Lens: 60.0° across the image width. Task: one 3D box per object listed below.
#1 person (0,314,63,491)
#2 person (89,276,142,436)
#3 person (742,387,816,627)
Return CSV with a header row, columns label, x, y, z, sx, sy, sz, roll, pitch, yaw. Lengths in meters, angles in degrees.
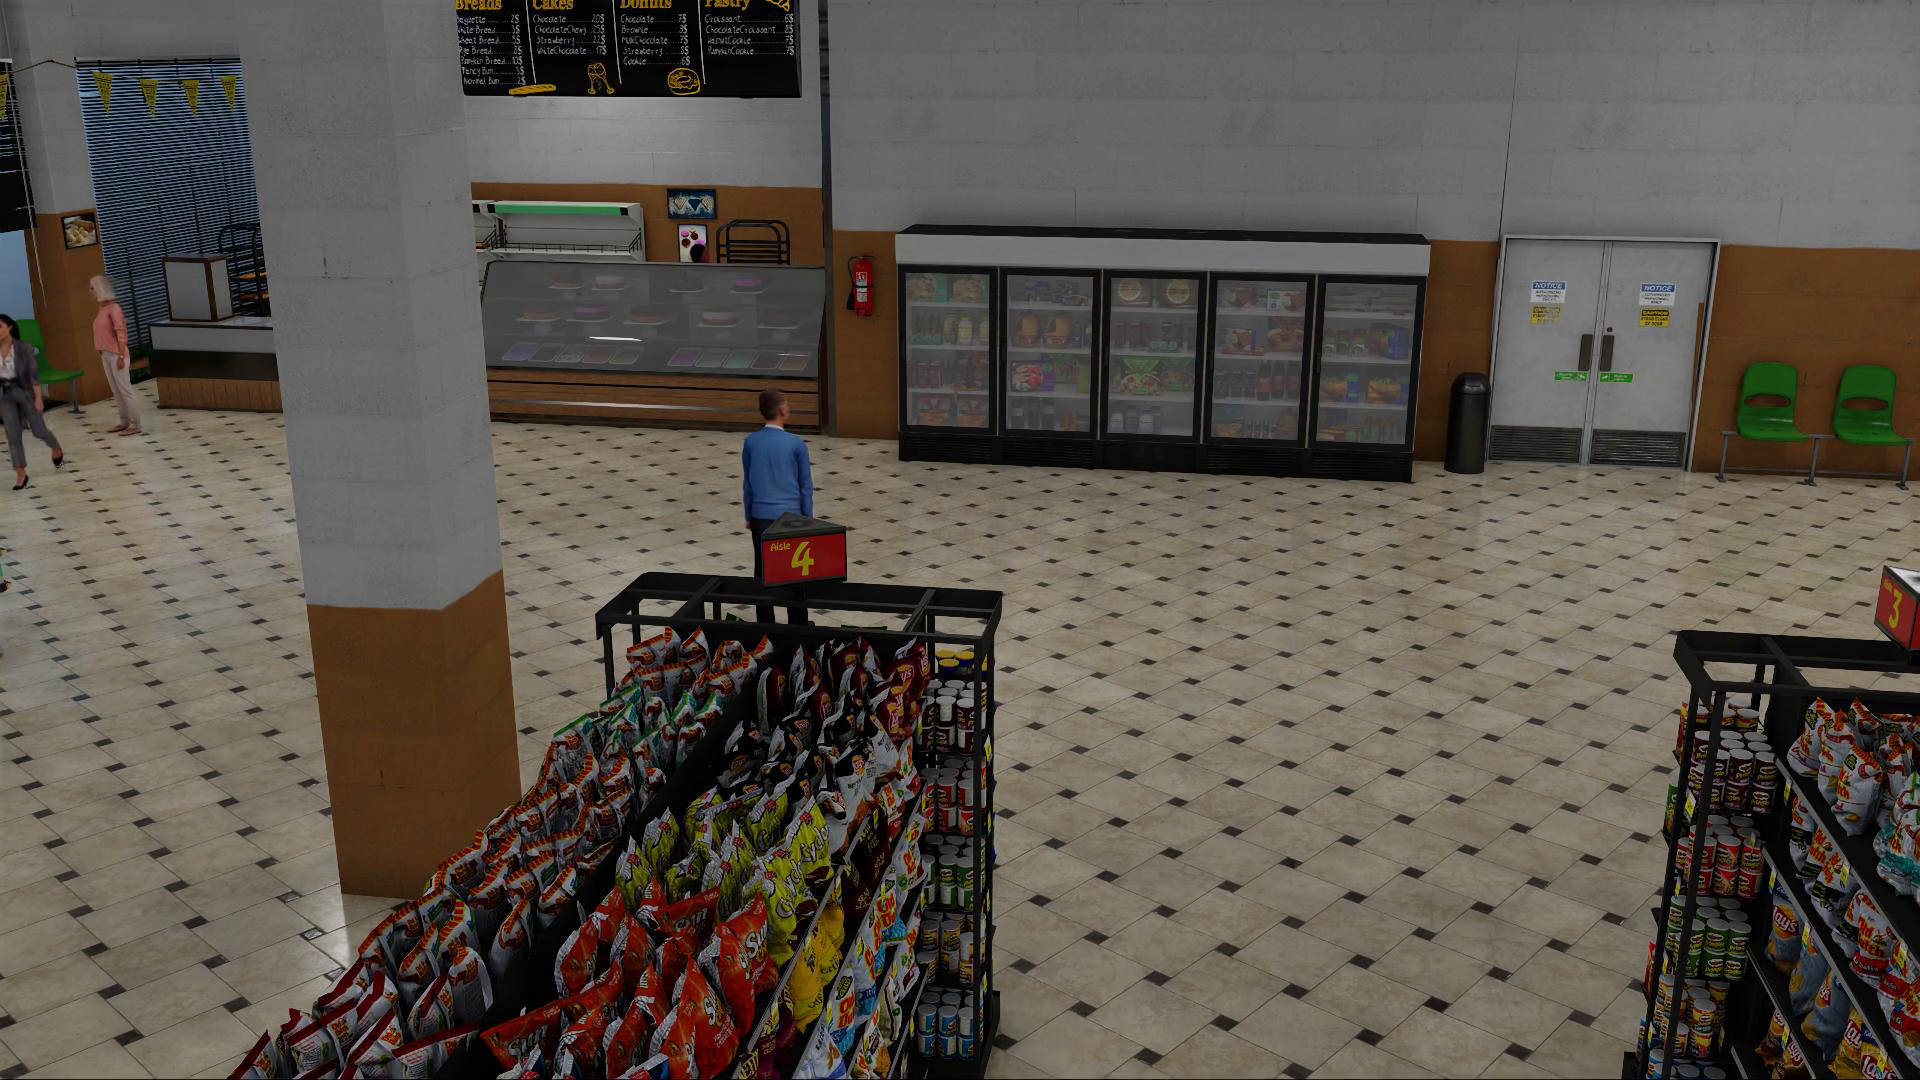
label,x,y,z,sx,sy,sz,roll,pitch,yaw
person,-8.966,-1.342,15.943,0.778,1.648,1.135,-1,17,-4
person,-9.133,-1.999,17.977,0.681,1.723,0.685,14,22,38
person,-1.305,-0.190,11.865,0.657,1.812,0.548,3,17,11
